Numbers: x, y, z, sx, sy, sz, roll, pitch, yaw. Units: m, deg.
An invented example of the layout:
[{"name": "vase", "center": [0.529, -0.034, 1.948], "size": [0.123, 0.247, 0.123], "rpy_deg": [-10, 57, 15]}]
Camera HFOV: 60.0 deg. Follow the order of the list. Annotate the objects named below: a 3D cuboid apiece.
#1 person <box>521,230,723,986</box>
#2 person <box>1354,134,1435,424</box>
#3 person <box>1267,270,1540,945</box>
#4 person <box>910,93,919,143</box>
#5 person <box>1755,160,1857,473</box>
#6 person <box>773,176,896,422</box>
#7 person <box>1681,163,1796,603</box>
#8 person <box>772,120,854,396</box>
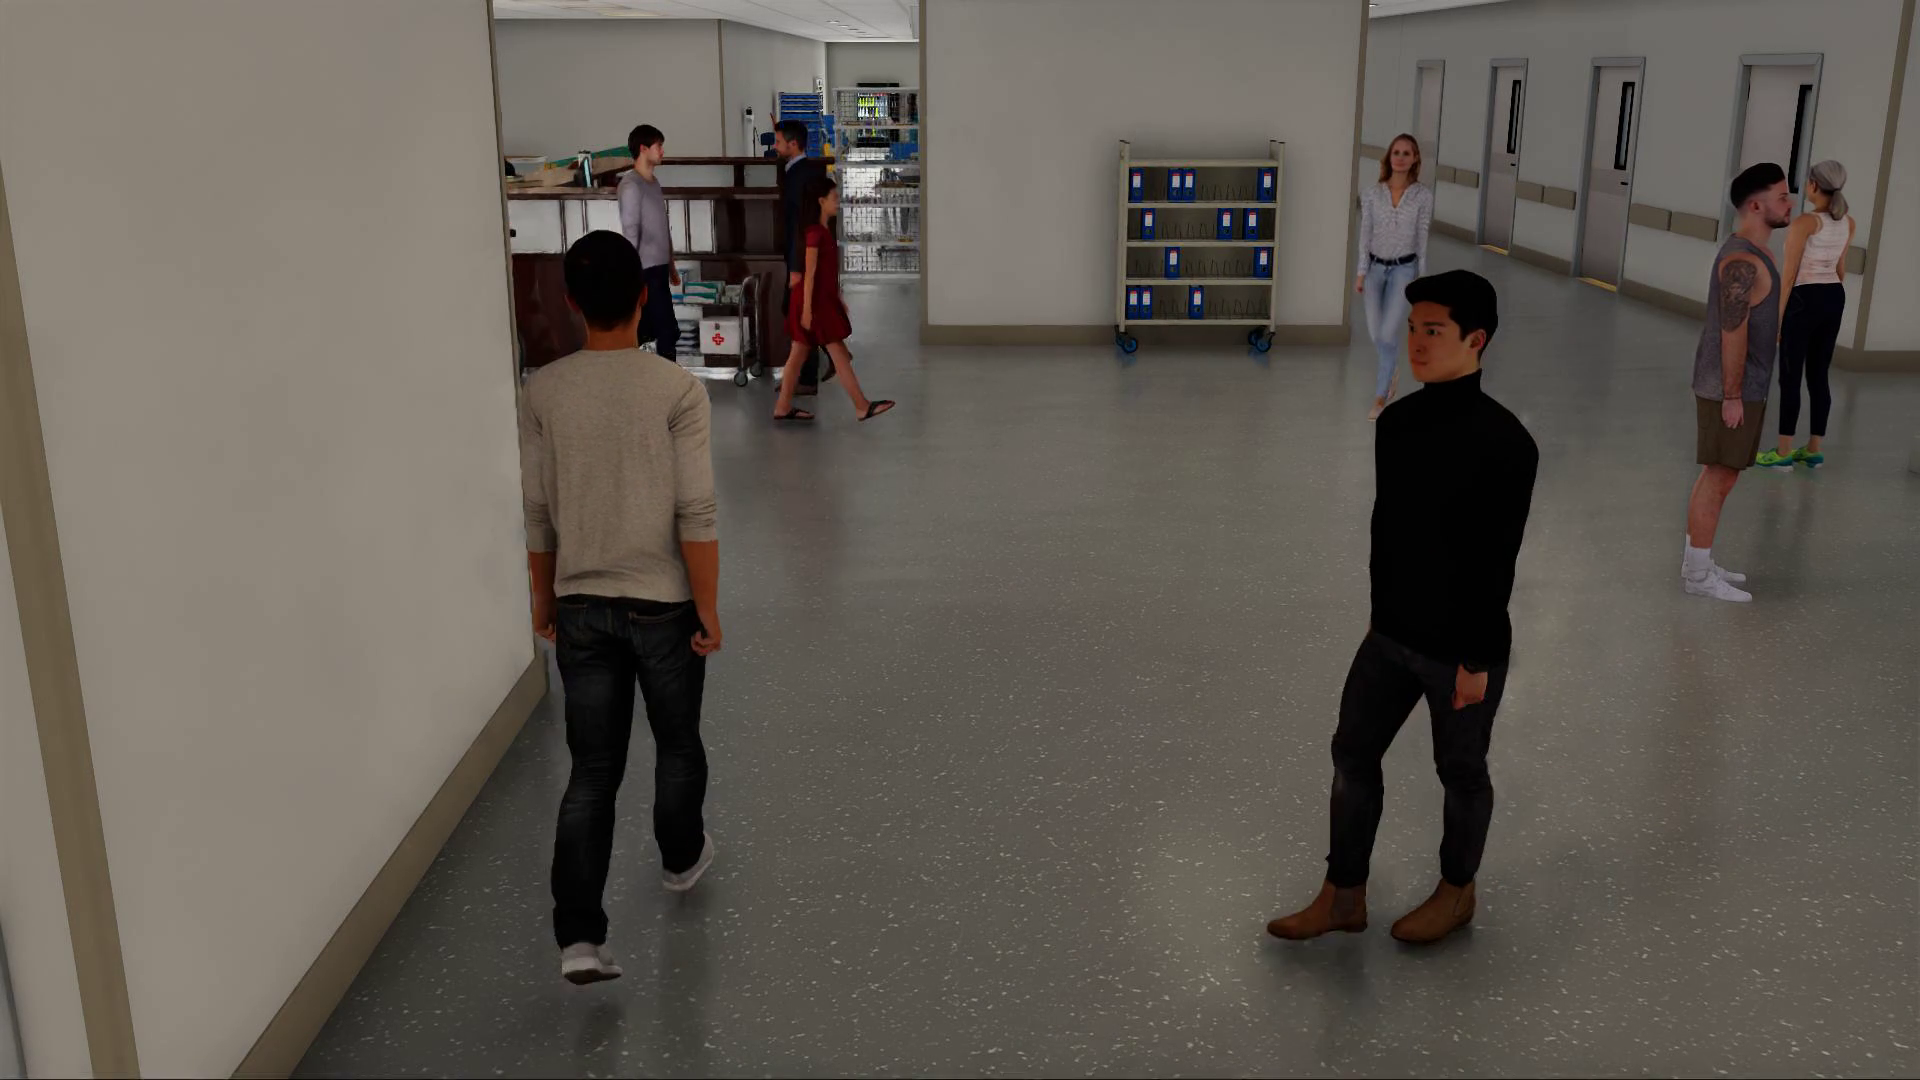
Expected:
[{"name": "person", "center": [-0.832, 0.196, 3.992], "size": [1.120, 1.778, 0.769], "rpy_deg": [1, 16, 4]}, {"name": "person", "center": [2.744, -1.659, 10.606], "size": [1.171, 1.760, 1.003], "rpy_deg": [8, 18, 26]}, {"name": "person", "center": [1.230, 0.197, 4.120], "size": [0.976, 1.708, 0.889], "rpy_deg": [-9, 18, -30]}, {"name": "person", "center": [-1.048, -9.698, 39.353], "size": [1.013, 1.635, 0.769], "rpy_deg": [3, 16, 12]}, {"name": "person", "center": [4.737, -1.243, 9.237], "size": [0.585, 1.702, 0.724], "rpy_deg": [-6, 17, -19]}, {"name": "person", "center": [-0.982, -1.456, 10.345], "size": [0.992, 1.512, 0.589], "rpy_deg": [0, 16, -1]}, {"name": "person", "center": [3.279, -0.662, 7.047], "size": [0.692, 1.844, 0.706], "rpy_deg": [6, 17, 21]}, {"name": "person", "center": [-0.964, -1.876, 11.221], "size": [0.763, 1.844, 0.670], "rpy_deg": [0, 16, 0]}]
